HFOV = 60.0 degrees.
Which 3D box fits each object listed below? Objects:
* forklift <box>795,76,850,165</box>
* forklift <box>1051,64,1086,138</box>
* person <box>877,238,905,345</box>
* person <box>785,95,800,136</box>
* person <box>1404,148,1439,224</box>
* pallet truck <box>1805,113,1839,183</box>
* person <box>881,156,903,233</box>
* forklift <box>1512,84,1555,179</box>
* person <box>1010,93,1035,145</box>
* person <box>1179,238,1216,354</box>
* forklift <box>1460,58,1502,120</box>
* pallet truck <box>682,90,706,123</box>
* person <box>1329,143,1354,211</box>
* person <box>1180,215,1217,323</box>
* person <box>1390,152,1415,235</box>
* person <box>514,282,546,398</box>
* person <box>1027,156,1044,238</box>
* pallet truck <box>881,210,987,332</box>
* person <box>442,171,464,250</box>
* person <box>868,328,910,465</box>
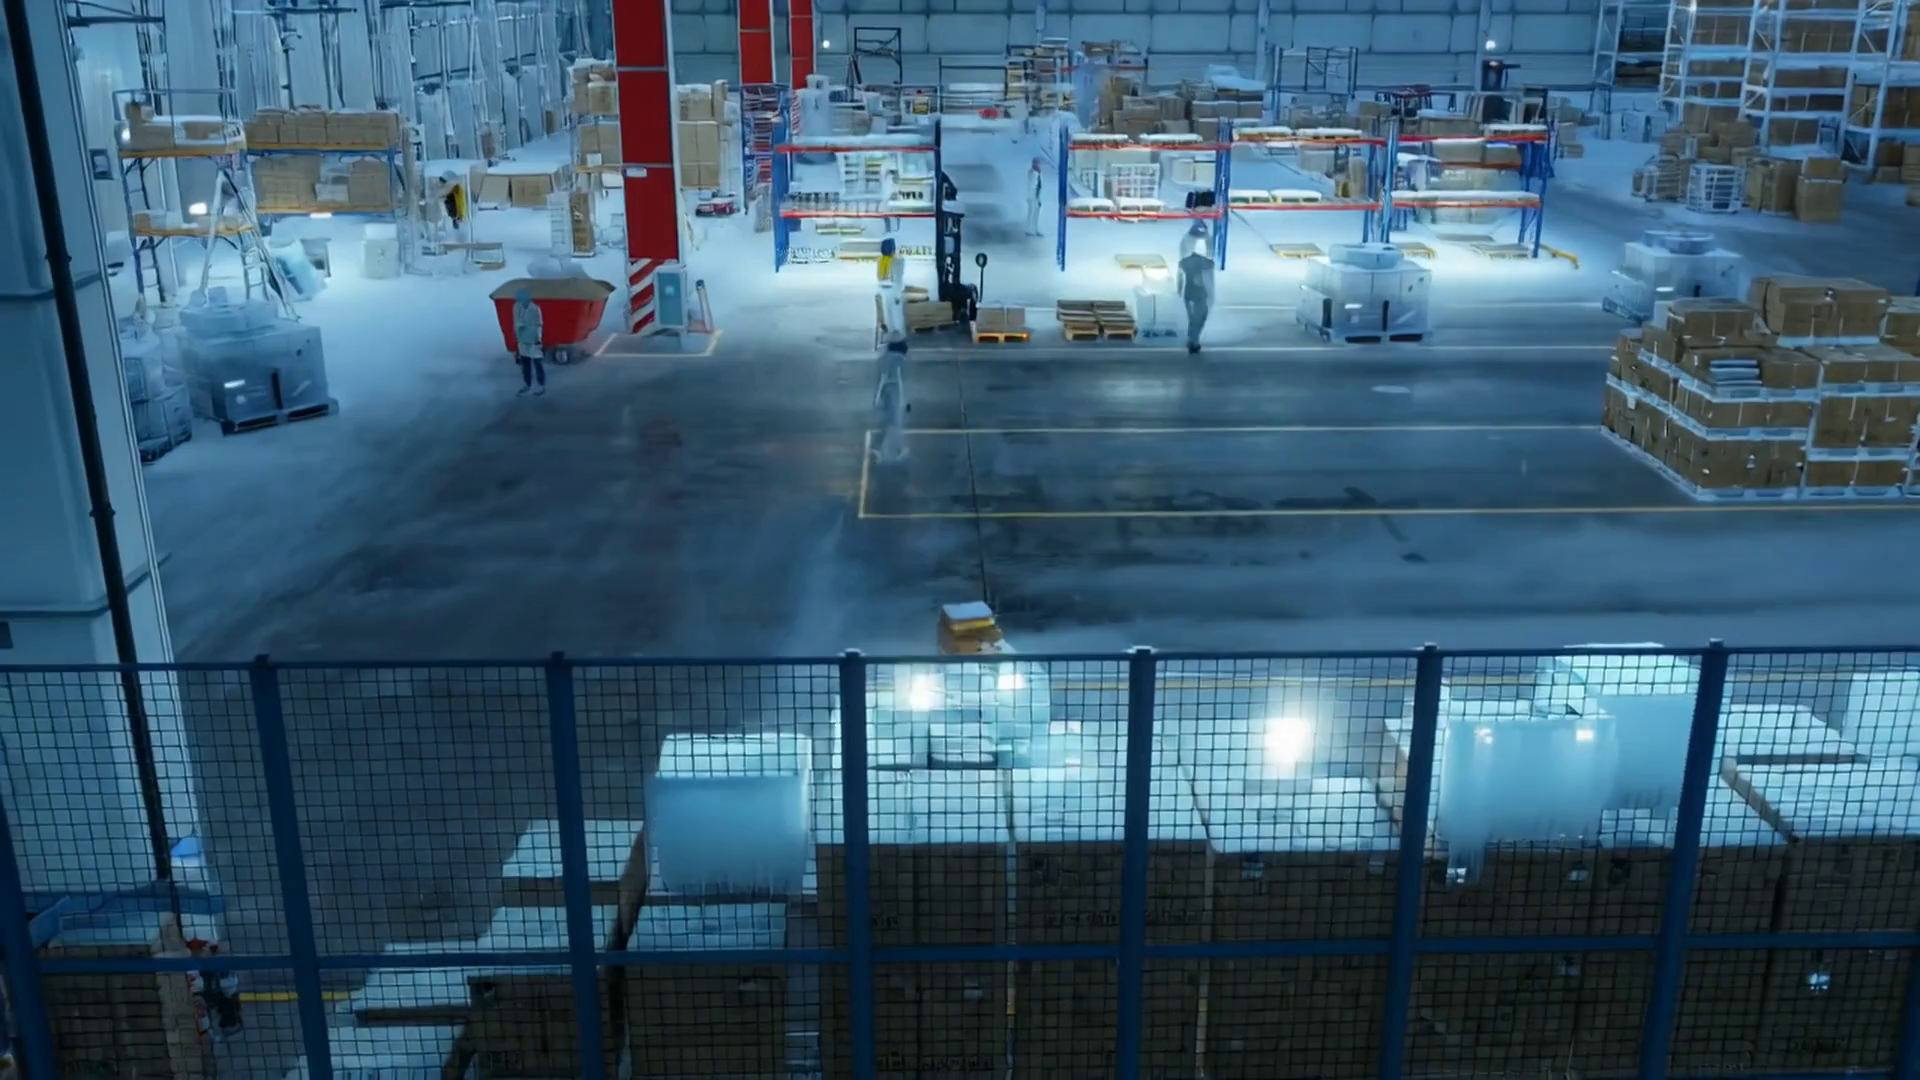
[{"bbox_3d":[-4.706,-14.034,55.504,1.873,2.768,1.129,-16,24,-39],"label":"forklift"},{"bbox_3d":[4.475,-16.592,63.094,1.873,2.768,1.129,-3,19,-8],"label":"forklift"},{"bbox_3d":[-1.165,-4.111,27.694,0.430,1.832,0.629,-14,23,-36],"label":"person"},{"bbox_3d":[-6.297,-15.782,62.287,0.588,1.856,0.824,-12,22,-32],"label":"person"},{"bbox_3d":[11.600,-8.817,41.551,0.815,1.905,0.556,17,25,41],"label":"person"},{"bbox_3d":[26.403,-11.957,50.702,0.823,1.965,1.885,6,19,16],"label":"pallet truck"},{"bbox_3d":[-1.645,-8.405,40.436,0.503,1.818,0.736,6,20,18],"label":"person"},{"bbox_3d":[17.640,-12.679,51.485,1.129,2.768,1.873,-1,19,-3],"label":"forklift"},{"bbox_3d":[2.285,-15.592,61.671,1.040,1.888,0.631,-5,19,-15],"label":"person"},{"bbox_3d":[3.829,-3.938,27.040,0.630,1.922,0.598,10,21,28],"label":"person"},{"bbox_3d":[21.597,-18.242,67.986,1.129,2.768,1.873,-13,23,-34],"label":"forklift"},{"bbox_3d":[-9.671,-15.907,62.421,0.823,1.965,1.885,5,19,15],"label":"pallet truck"},{"bbox_3d":[10.143,-9.706,44.142,0.588,1.922,0.392,16,24,39],"label":"person"},{"bbox_3d":[4.312,-4.835,29.715,0.635,1.901,0.922,-12,22,-31],"label":"person"},{"bbox_3d":[10.669,-8.358,40.072,0.602,1.967,0.367,-14,23,-36],"label":"person"},{"bbox_3d":[-6.334,-2.943,24.420,0.535,1.700,0.318,10,21,27],"label":"person"},{"bbox_3d":[1.777,-8.145,39.498,0.362,1.930,0.587,-8,20,-22],"label":"person"},{"bbox_3d":[-0.493,-4.759,29.349,1.885,1.965,0.823,-13,23,-34],"label":"pallet truck"},{"bbox_3d":[-11.068,-7.089,36.355,0.367,1.935,0.552,-4,19,-12],"label":"person"},{"bbox_3d":[-0.921,-1.798,21.016,0.506,1.703,0.787,16,24,39],"label":"person"}]
